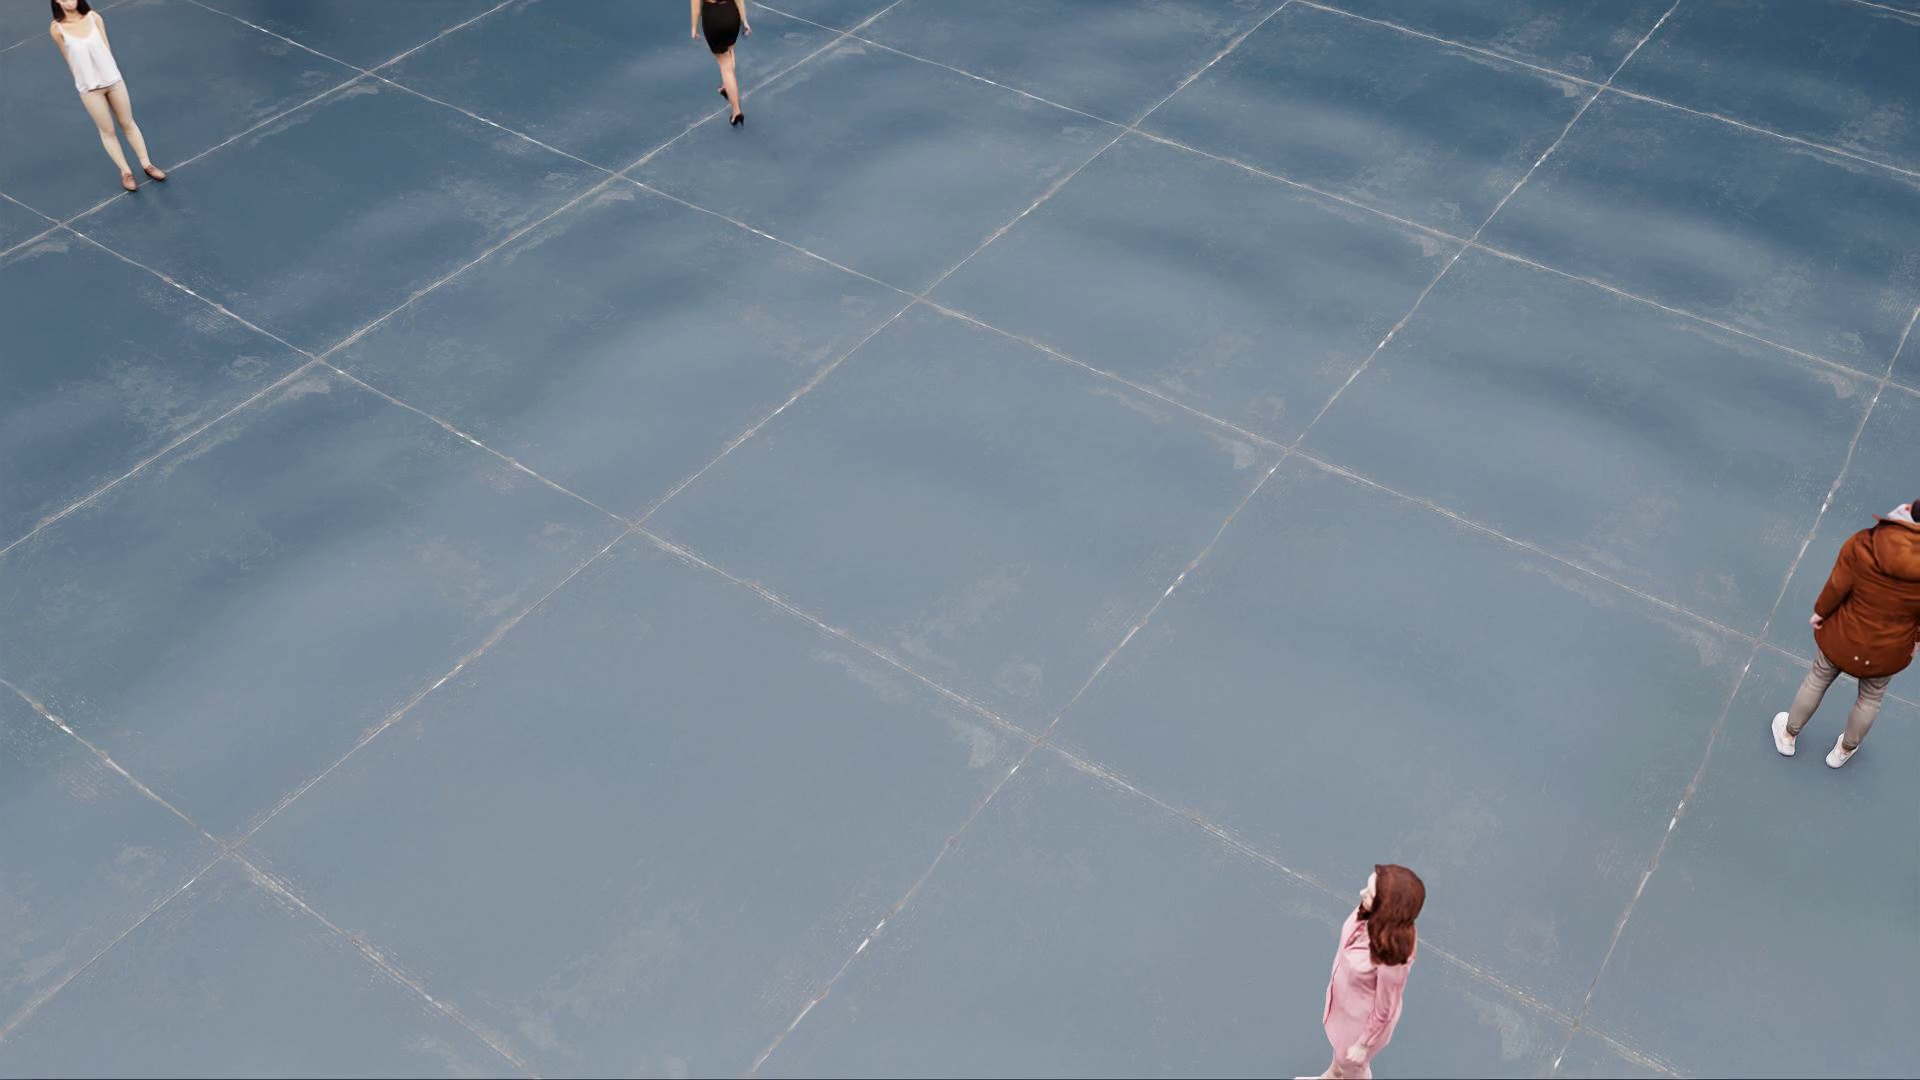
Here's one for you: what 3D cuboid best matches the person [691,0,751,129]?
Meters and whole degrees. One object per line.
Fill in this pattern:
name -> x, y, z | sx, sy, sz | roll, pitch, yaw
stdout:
person -> -1.881, -4.090, 13.407 | 0.814, 1.625, 0.984 | -22, 47, -22

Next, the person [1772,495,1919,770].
person -> 4.586, 0.457, 8.381 | 0.658, 1.838, 0.793 | 19, 46, 19

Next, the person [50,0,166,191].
person -> -6.626, -3.523, 12.779 | 0.572, 1.653, 0.647 | 26, 49, 25

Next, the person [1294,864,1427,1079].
person -> 1.665, 1.909, 6.852 | 0.705, 1.803, 0.688 | 0, 43, 0
